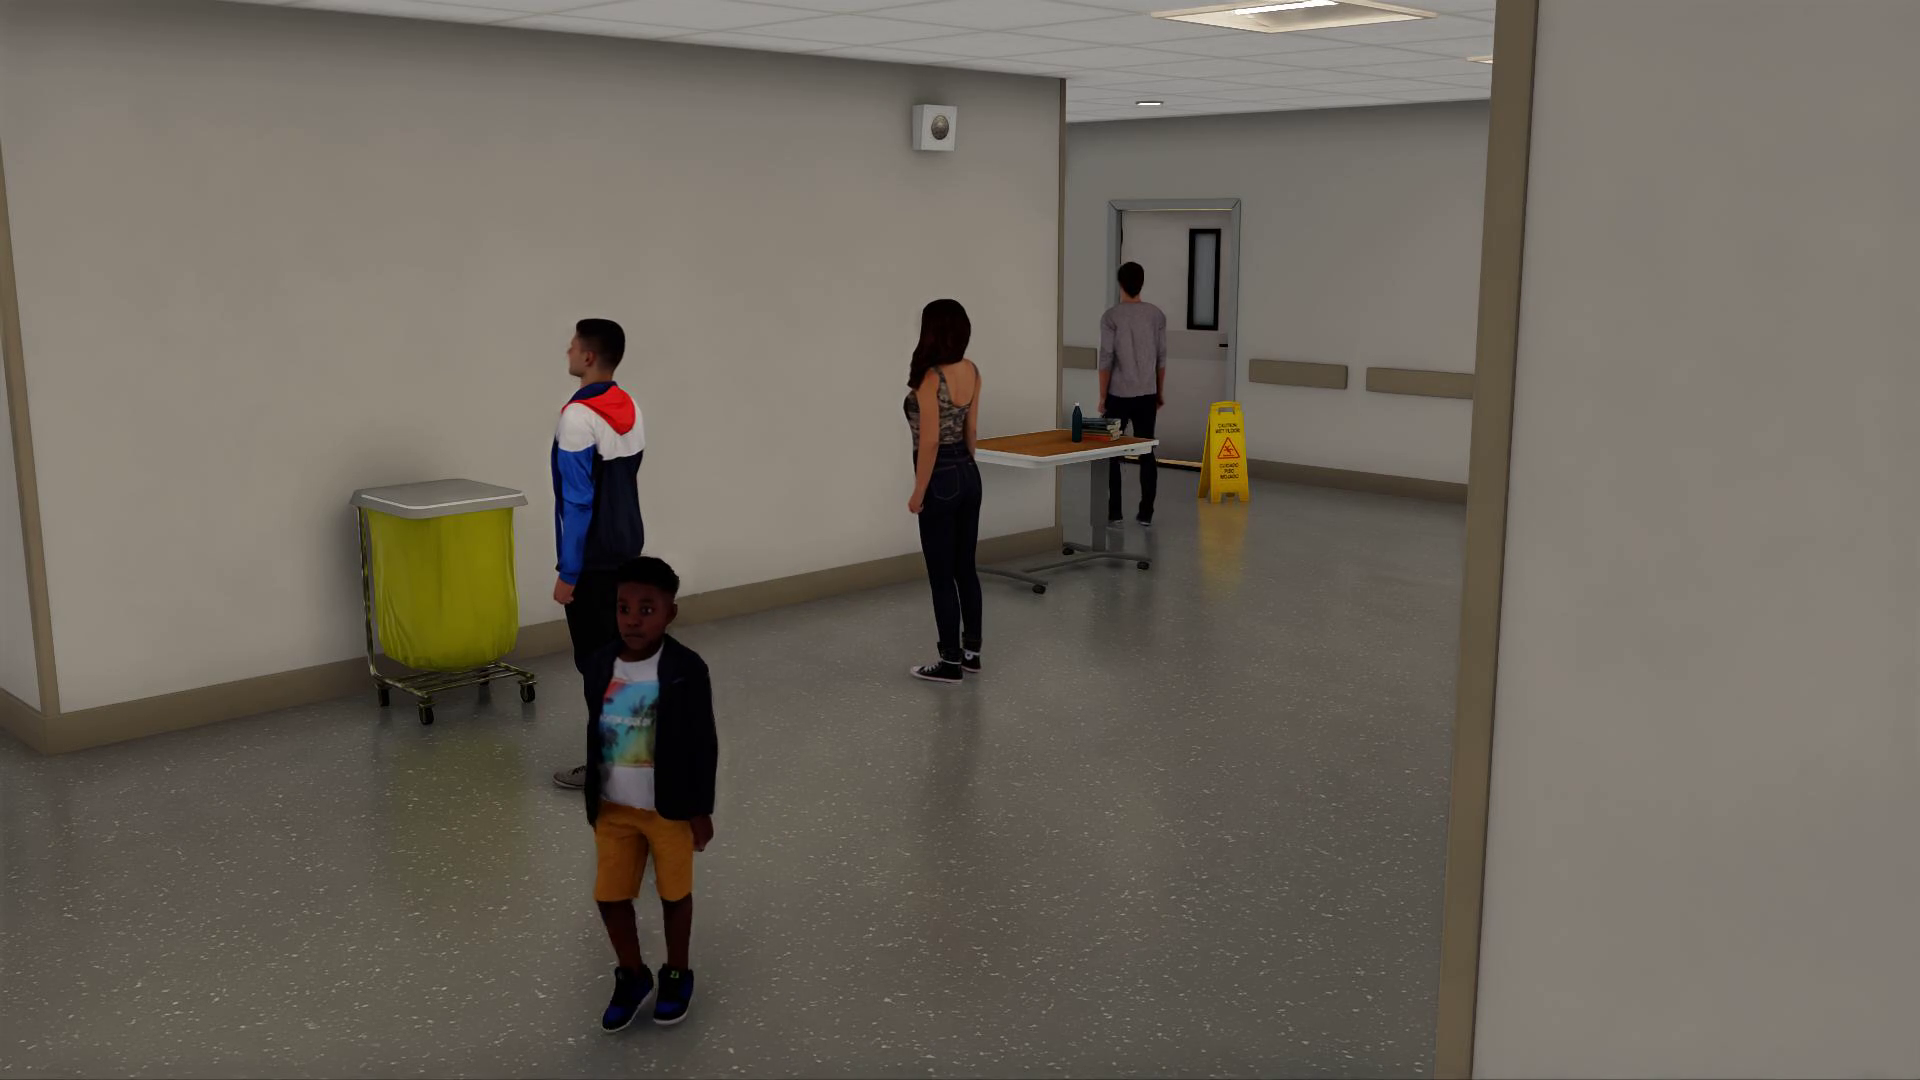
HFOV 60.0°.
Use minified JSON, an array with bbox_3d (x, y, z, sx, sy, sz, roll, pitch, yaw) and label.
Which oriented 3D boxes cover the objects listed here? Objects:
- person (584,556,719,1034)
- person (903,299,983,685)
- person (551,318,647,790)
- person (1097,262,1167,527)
[{"bbox_3d":[-0.804,0.649,4.424,0.606,1.261,0.679,1,11,7],"label":"person"},{"bbox_3d":[-0.048,-0.232,7.701,0.596,1.769,0.649,7,13,33],"label":"person"},{"bbox_3d":[-1.347,0.047,6.262,0.712,1.757,0.721,4,11,18],"label":"person"},{"bbox_3d":[1.215,-1.014,11.631,0.771,1.841,0.753,-3,11,-14],"label":"person"}]
